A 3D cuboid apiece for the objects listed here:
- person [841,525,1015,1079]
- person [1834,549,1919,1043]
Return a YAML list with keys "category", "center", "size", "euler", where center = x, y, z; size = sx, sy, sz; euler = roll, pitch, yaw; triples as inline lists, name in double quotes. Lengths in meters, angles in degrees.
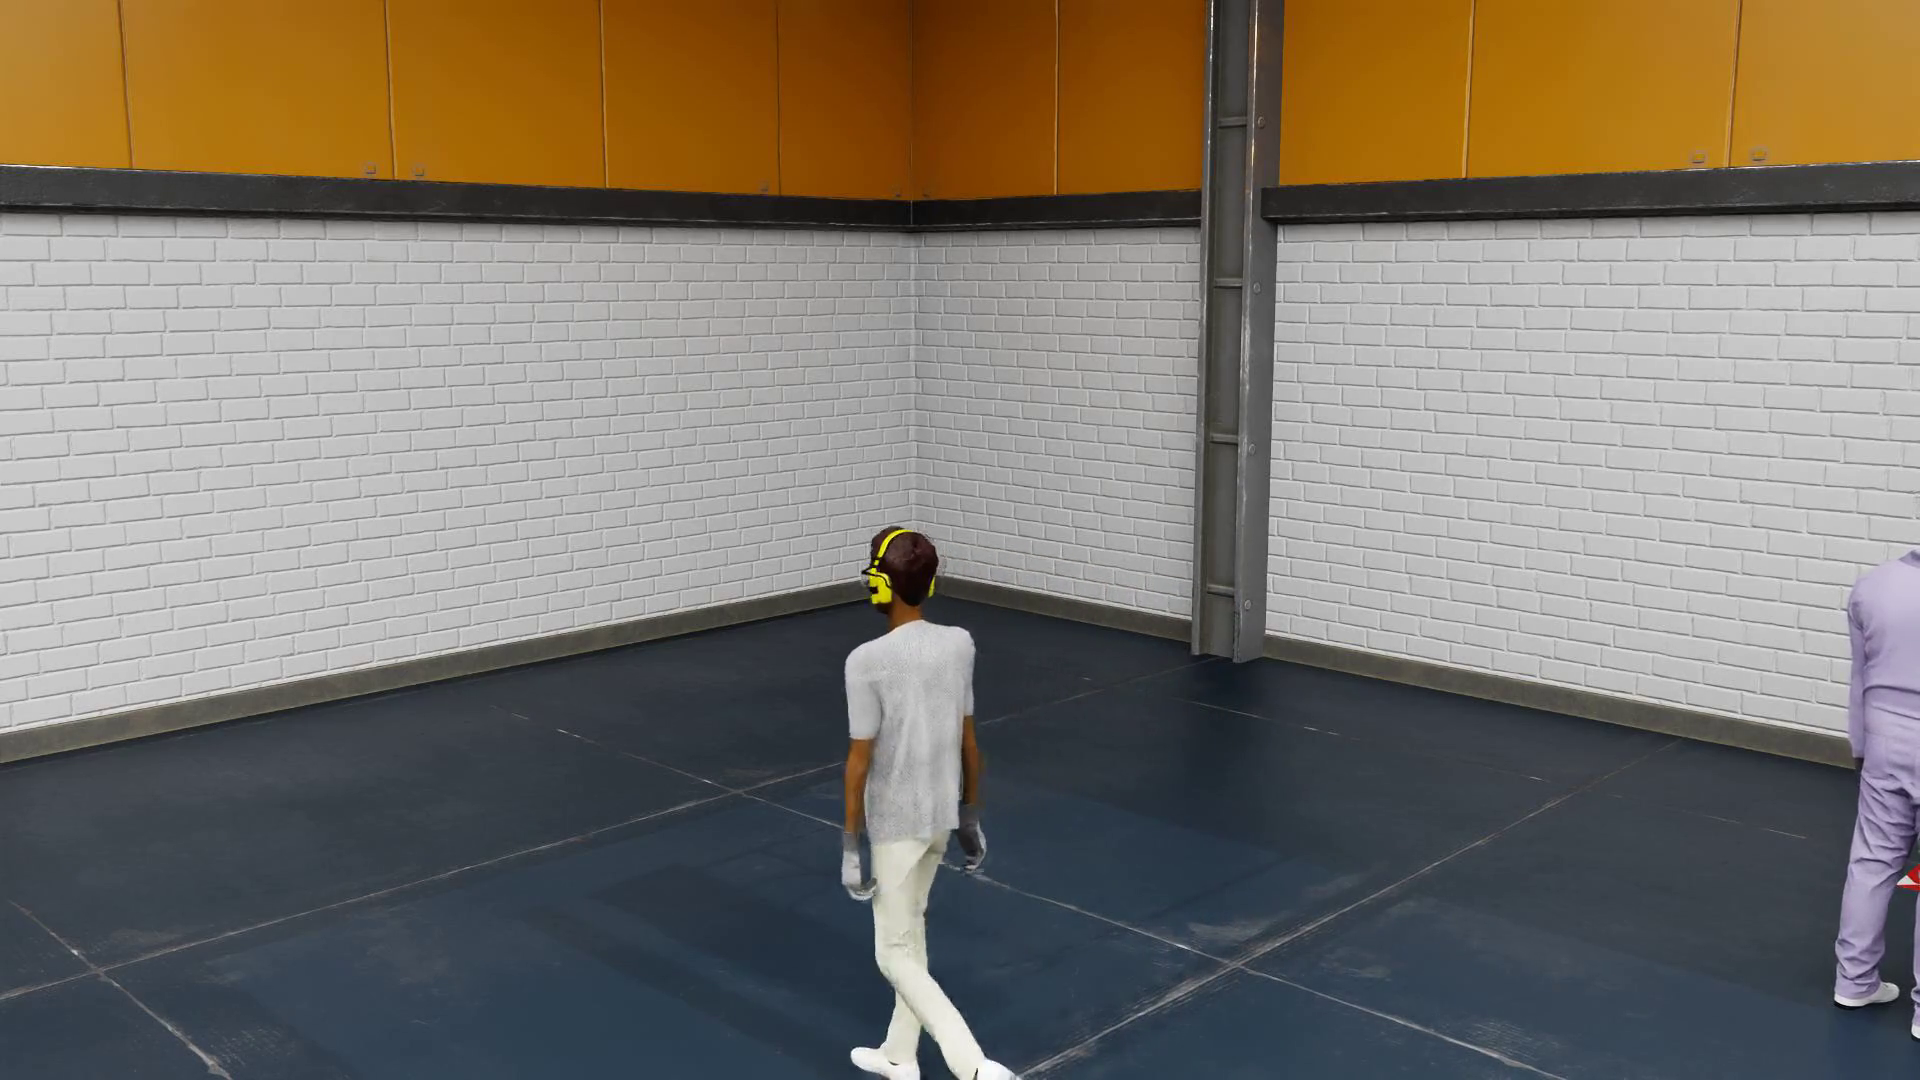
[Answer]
- category: "person"
  center: [-0.099, 0.881, 5.040]
  size: [0.528, 1.849, 0.779]
  euler: [-9, 13, -43]
- category: "person"
  center: [3.323, 0.751, 5.649]
  size: [0.404, 1.900, 0.640]
  euler: [-4, 10, -26]
